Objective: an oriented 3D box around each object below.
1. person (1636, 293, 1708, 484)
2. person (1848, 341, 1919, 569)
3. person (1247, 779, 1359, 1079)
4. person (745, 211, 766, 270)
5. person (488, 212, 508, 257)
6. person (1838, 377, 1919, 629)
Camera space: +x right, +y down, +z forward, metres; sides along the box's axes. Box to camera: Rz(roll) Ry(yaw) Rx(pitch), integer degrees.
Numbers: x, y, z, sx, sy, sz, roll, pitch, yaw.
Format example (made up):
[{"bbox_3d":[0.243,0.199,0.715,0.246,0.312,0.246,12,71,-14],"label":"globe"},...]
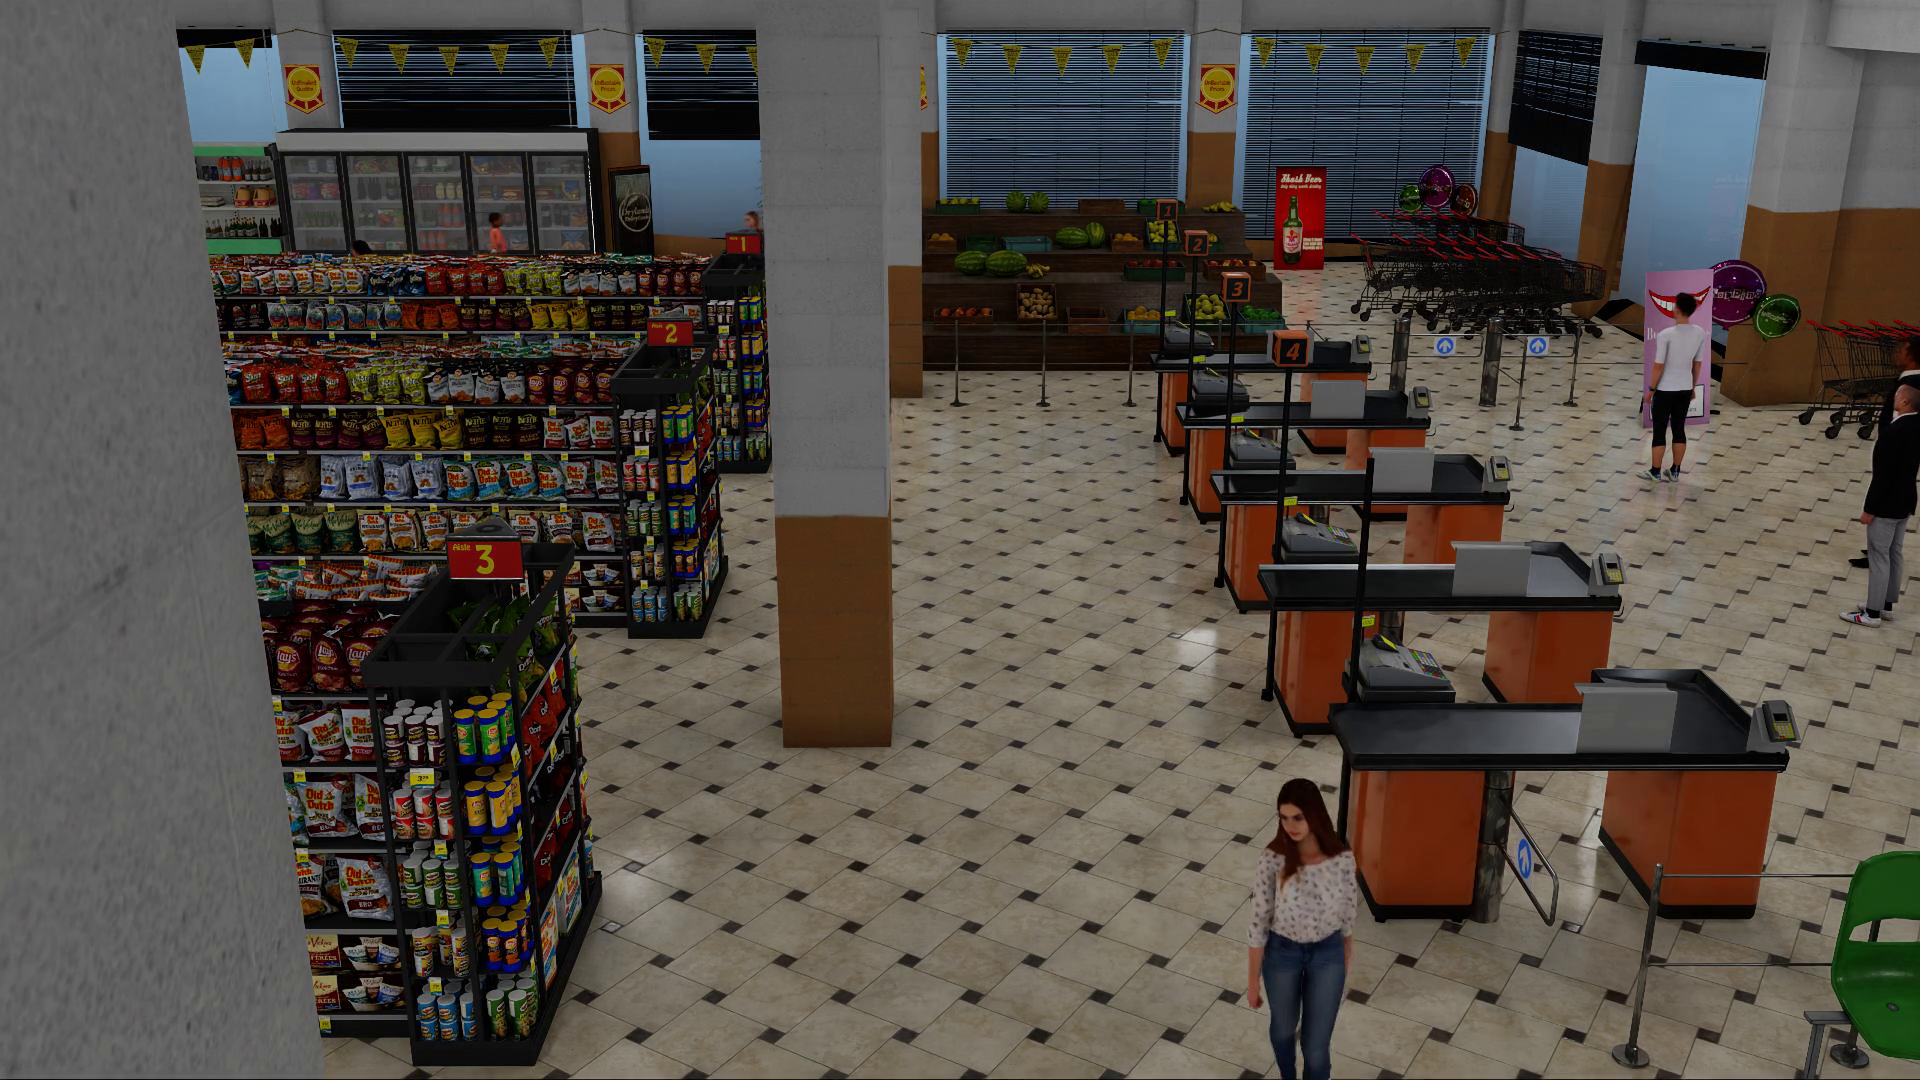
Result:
[{"bbox_3d":[6.923,-1.474,16.118,0.570,1.852,0.766,-3,19,-10],"label":"person"},{"bbox_3d":[7.745,-0.700,13.716,0.826,1.919,0.767,18,25,42],"label":"person"},{"bbox_3d":[1.434,1.709,6.922,0.802,1.696,0.744,1,19,3],"label":"person"},{"bbox_3d":[-2.763,-3.674,22.942,1.147,1.660,1.072,-17,25,-42],"label":"person"},{"bbox_3d":[-7.165,-4.381,25.602,0.914,1.300,0.766,-12,22,-31],"label":"person"},{"bbox_3d":[7.014,-0.306,12.499,0.759,1.950,0.855,-13,23,-34],"label":"person"}]
